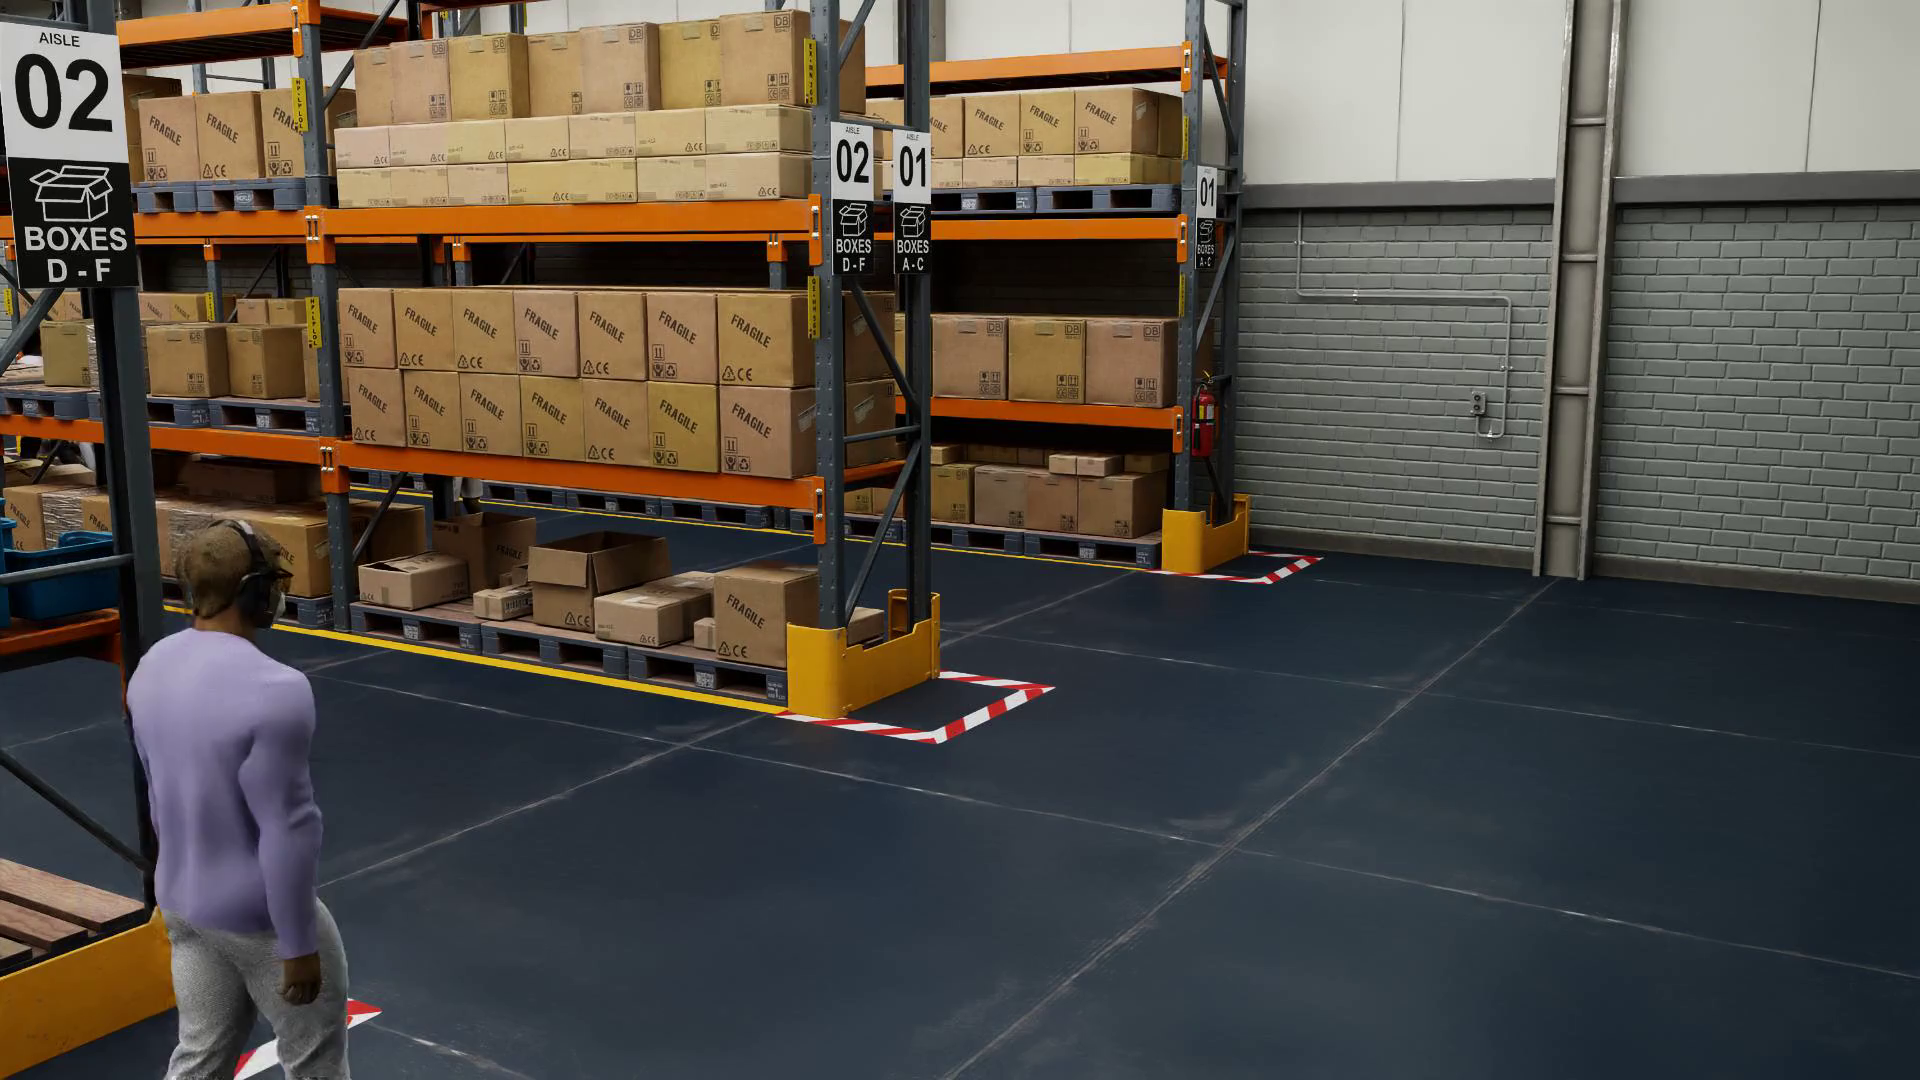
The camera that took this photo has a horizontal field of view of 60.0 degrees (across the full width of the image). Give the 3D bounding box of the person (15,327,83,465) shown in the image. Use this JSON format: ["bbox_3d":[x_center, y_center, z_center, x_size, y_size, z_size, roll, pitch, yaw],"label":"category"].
[{"bbox_3d":[-9.083,-1.222,16.580,0.951,1.883,0.600,4,10,20],"label":"person"}]

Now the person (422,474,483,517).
[{"bbox_3d":[-3.883,-0.657,12.765,0.368,2.048,0.608,5,11,26],"label":"person"}]

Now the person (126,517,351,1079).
[{"bbox_3d":[-1.754,0.891,4.123,0.650,1.927,0.677,6,11,31],"label":"person"}]

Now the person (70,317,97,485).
[{"bbox_3d":[-9.609,-1.506,18.274,0.330,1.872,0.530,4,11,23],"label":"person"}]
